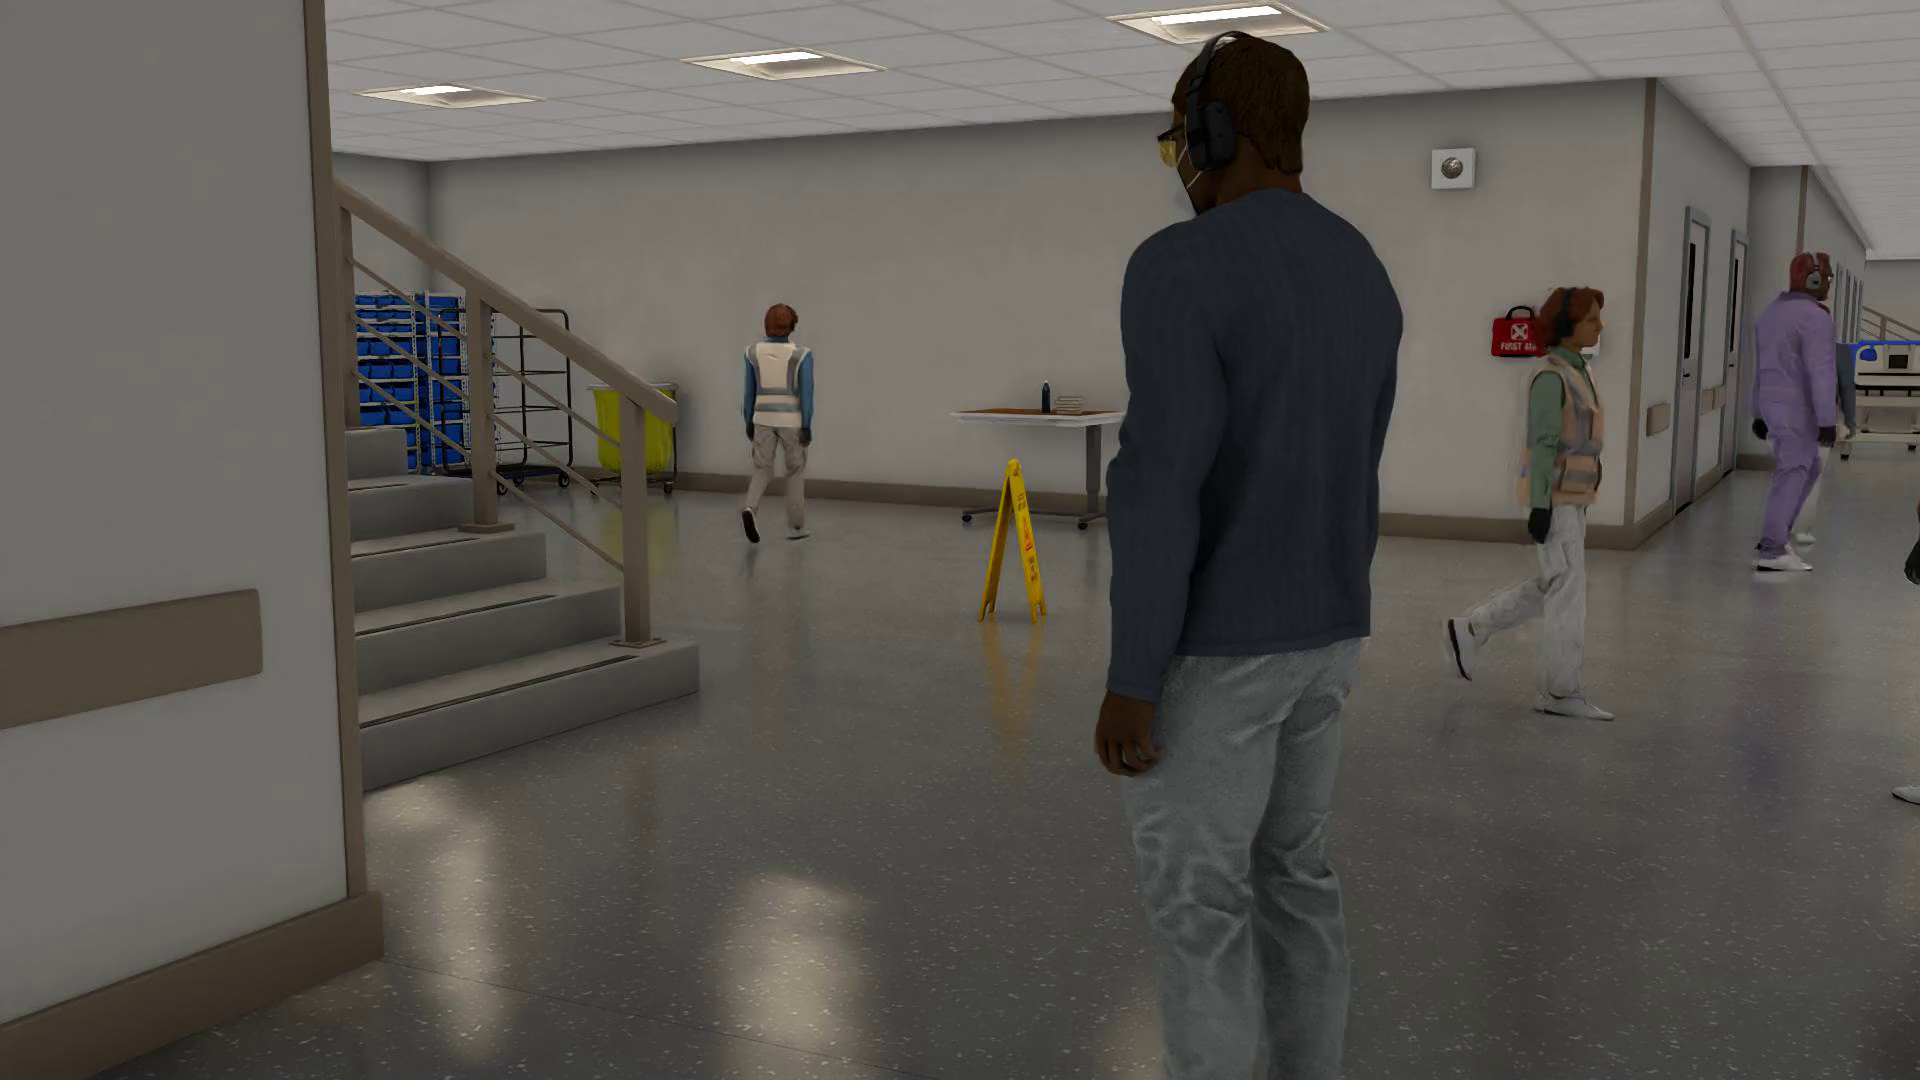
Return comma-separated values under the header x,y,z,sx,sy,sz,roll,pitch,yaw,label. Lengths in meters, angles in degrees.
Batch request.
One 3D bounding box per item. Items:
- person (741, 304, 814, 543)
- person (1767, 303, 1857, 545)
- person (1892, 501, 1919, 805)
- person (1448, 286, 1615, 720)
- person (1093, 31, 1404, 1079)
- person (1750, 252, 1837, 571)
x,y,z,sx,sy,sz,roll,pitch,yaw,label
-1.239,-0.774,11.143,0.522,1.615,0.704,2,8,17,person
5.747,-0.780,11.218,0.521,1.612,0.662,6,10,41,person
3.094,0.009,5.008,0.513,1.641,0.309,-2,8,-17,person
2.195,-0.149,6.326,0.607,1.625,0.517,5,9,33,person
0.452,0.177,2.641,0.386,1.928,0.641,7,10,43,person
4.991,-0.747,9.853,0.505,1.890,0.680,0,7,1,person
